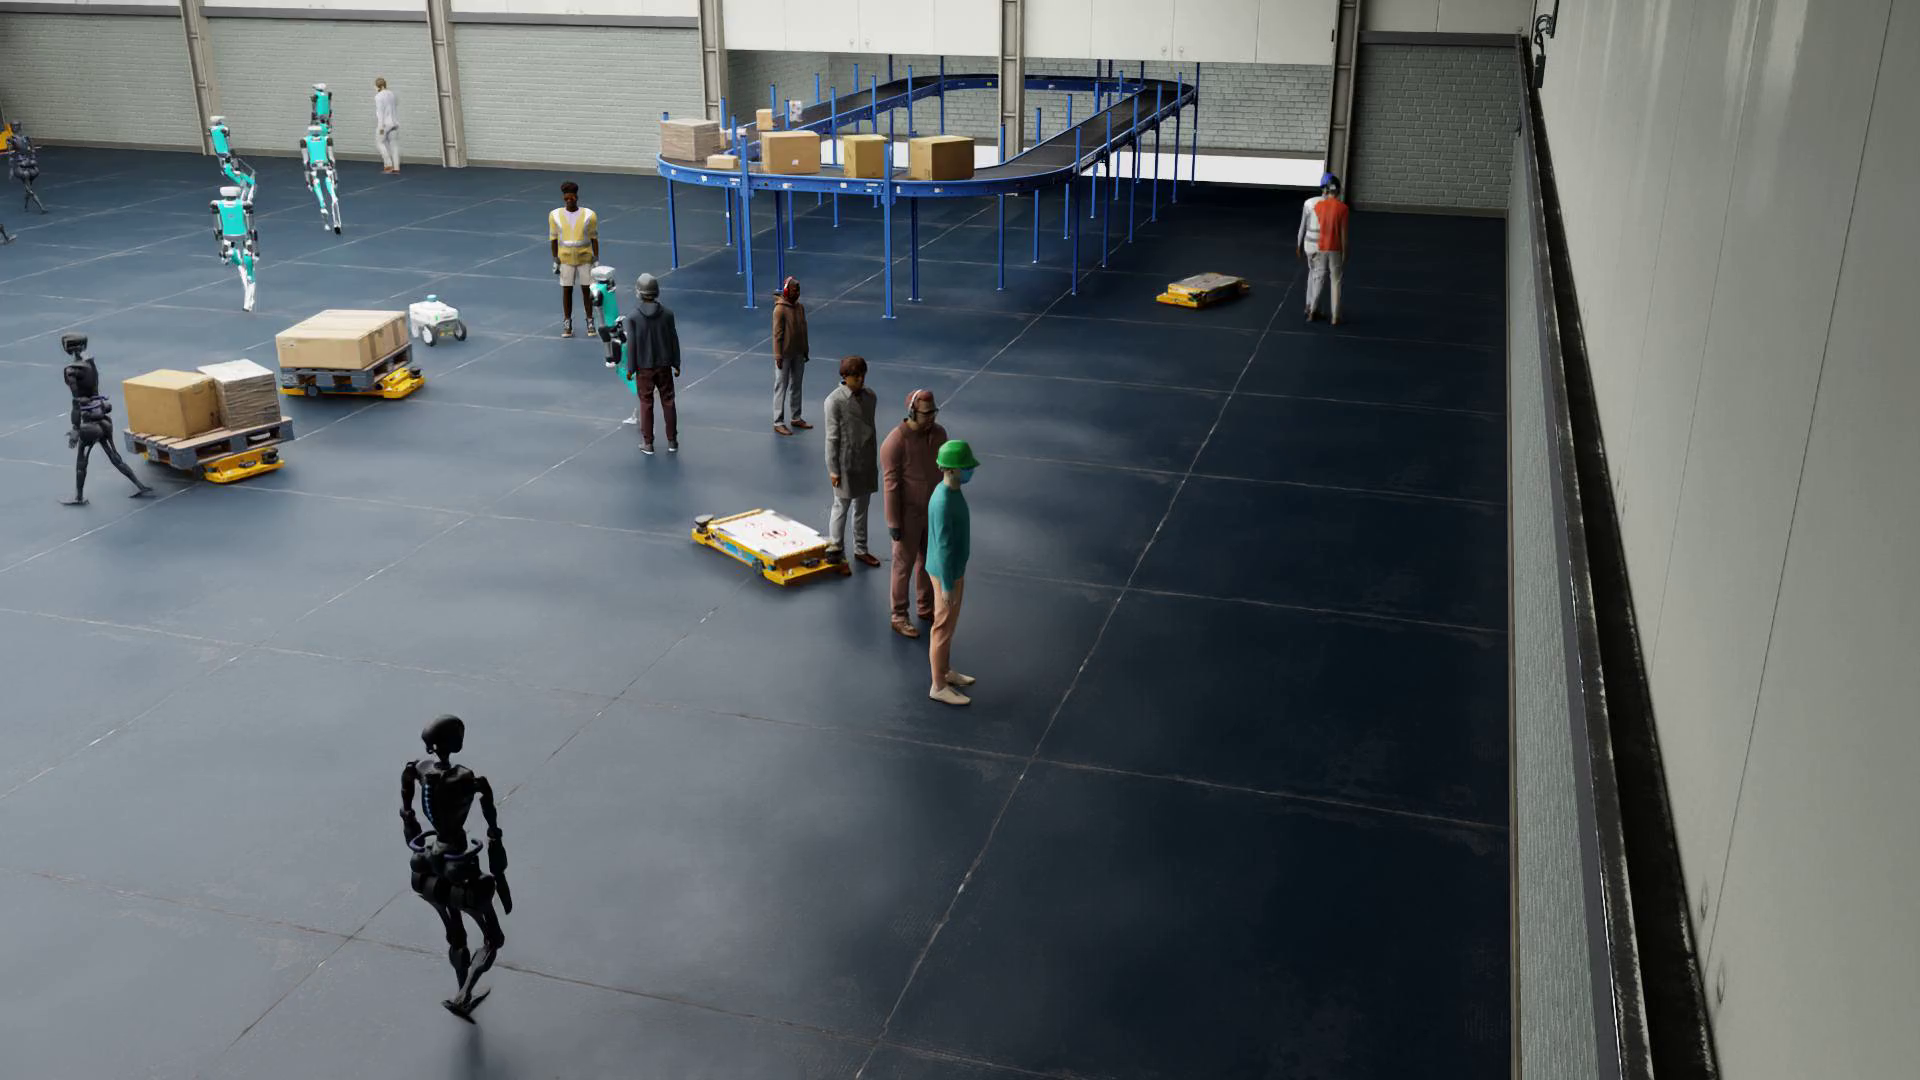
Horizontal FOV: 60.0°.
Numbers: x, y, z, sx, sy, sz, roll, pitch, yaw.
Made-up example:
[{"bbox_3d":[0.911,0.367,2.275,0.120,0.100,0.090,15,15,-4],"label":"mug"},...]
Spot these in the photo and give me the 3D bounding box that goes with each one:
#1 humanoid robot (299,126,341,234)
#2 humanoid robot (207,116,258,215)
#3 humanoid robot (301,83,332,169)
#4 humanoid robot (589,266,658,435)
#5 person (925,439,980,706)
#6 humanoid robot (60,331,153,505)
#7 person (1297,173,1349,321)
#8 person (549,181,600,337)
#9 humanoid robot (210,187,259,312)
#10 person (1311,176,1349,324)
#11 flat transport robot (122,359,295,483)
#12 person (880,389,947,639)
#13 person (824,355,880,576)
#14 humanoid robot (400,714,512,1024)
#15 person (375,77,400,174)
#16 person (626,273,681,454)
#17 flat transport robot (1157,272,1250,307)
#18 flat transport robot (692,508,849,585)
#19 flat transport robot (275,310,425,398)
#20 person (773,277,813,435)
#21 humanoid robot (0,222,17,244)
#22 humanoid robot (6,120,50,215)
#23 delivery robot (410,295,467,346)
[{"bbox_3d":[-10.514,-5.920,27.529,0.534,1.766,0.978,-11,24,-27],"label":"humanoid robot"},{"bbox_3d":[-12.615,-6.533,29.062,0.541,1.774,0.745,15,26,34],"label":"humanoid robot"},{"bbox_3d":[-13.257,-8.483,34.161,0.853,1.766,0.557,8,23,21],"label":"humanoid robot"},{"bbox_3d":[-3.391,-1.889,17.176,0.733,1.881,0.557,2,21,5],"label":"humanoid robot"},{"bbox_3d":[-0.050,0.209,11.407,0.366,1.870,0.527,2,21,6],"label":"person"},{"bbox_3d":[-7.923,-1.111,15.171,0.768,1.632,0.601,-2,21,-5],"label":"humanoid robot"},{"bbox_3d":[4.790,-3.848,21.874,0.638,1.913,0.613,16,26,35],"label":"person"},{"bbox_3d":[-4.859,-3.553,21.036,0.604,1.966,0.374,-4,21,-9],"label":"person"},{"bbox_3d":[-9.555,-3.861,22.124,0.550,1.726,0.978,-3,21,-8],"label":"humanoid robot"},{"bbox_3d":[4.830,-3.805,21.795,0.501,1.895,0.450,10,23,24],"label":"person"},{"bbox_3d":[-7.359,-0.848,16.376,1.431,0.231,0.659,15,26,34],"label":"flat transport robot"},{"bbox_3d":[-0.292,-0.208,12.459,0.402,1.901,0.645,19,28,40],"label":"person"},{"bbox_3d":[-0.867,-0.621,13.622,0.515,1.828,0.360,-17,27,-38],"label":"person"},{"bbox_3d":[-2.496,1.615,8.044,0.590,1.646,0.474,8,22,19],"label":"humanoid robot"},{"bbox_3d":[-11.570,-8.340,33.517,0.501,1.923,0.643,7,22,18],"label":"person"},{"bbox_3d":[-3.053,-1.753,16.577,0.553,1.811,0.373,-9,23,-22],"label":"person"},{"bbox_3d":[3.415,-3.496,23.244,0.659,0.231,1.431,16,26,36],"label":"flat transport robot"},{"bbox_3d":[-1.623,0.032,14.094,0.659,0.231,1.431,-17,27,-37],"label":"flat transport robot"},{"bbox_3d":[-6.888,-1.796,18.837,1.431,0.231,0.659,2,21,5],"label":"flat transport robot"},{"bbox_3d":[-1.763,-1.914,17.230,0.310,1.647,0.463,16,26,36],"label":"person"},{"bbox_3d":[-15.588,-5.484,26.493,0.585,1.629,0.744,5,22,14],"label":"humanoid robot"},{"bbox_3d":[-16.495,-6.560,29.329,0.765,1.637,0.607,7,22,18],"label":"humanoid robot"},{"bbox_3d":[-6.617,-2.770,20.989,0.801,0.612,0.499,20,29,41],"label":"delivery robot"}]
